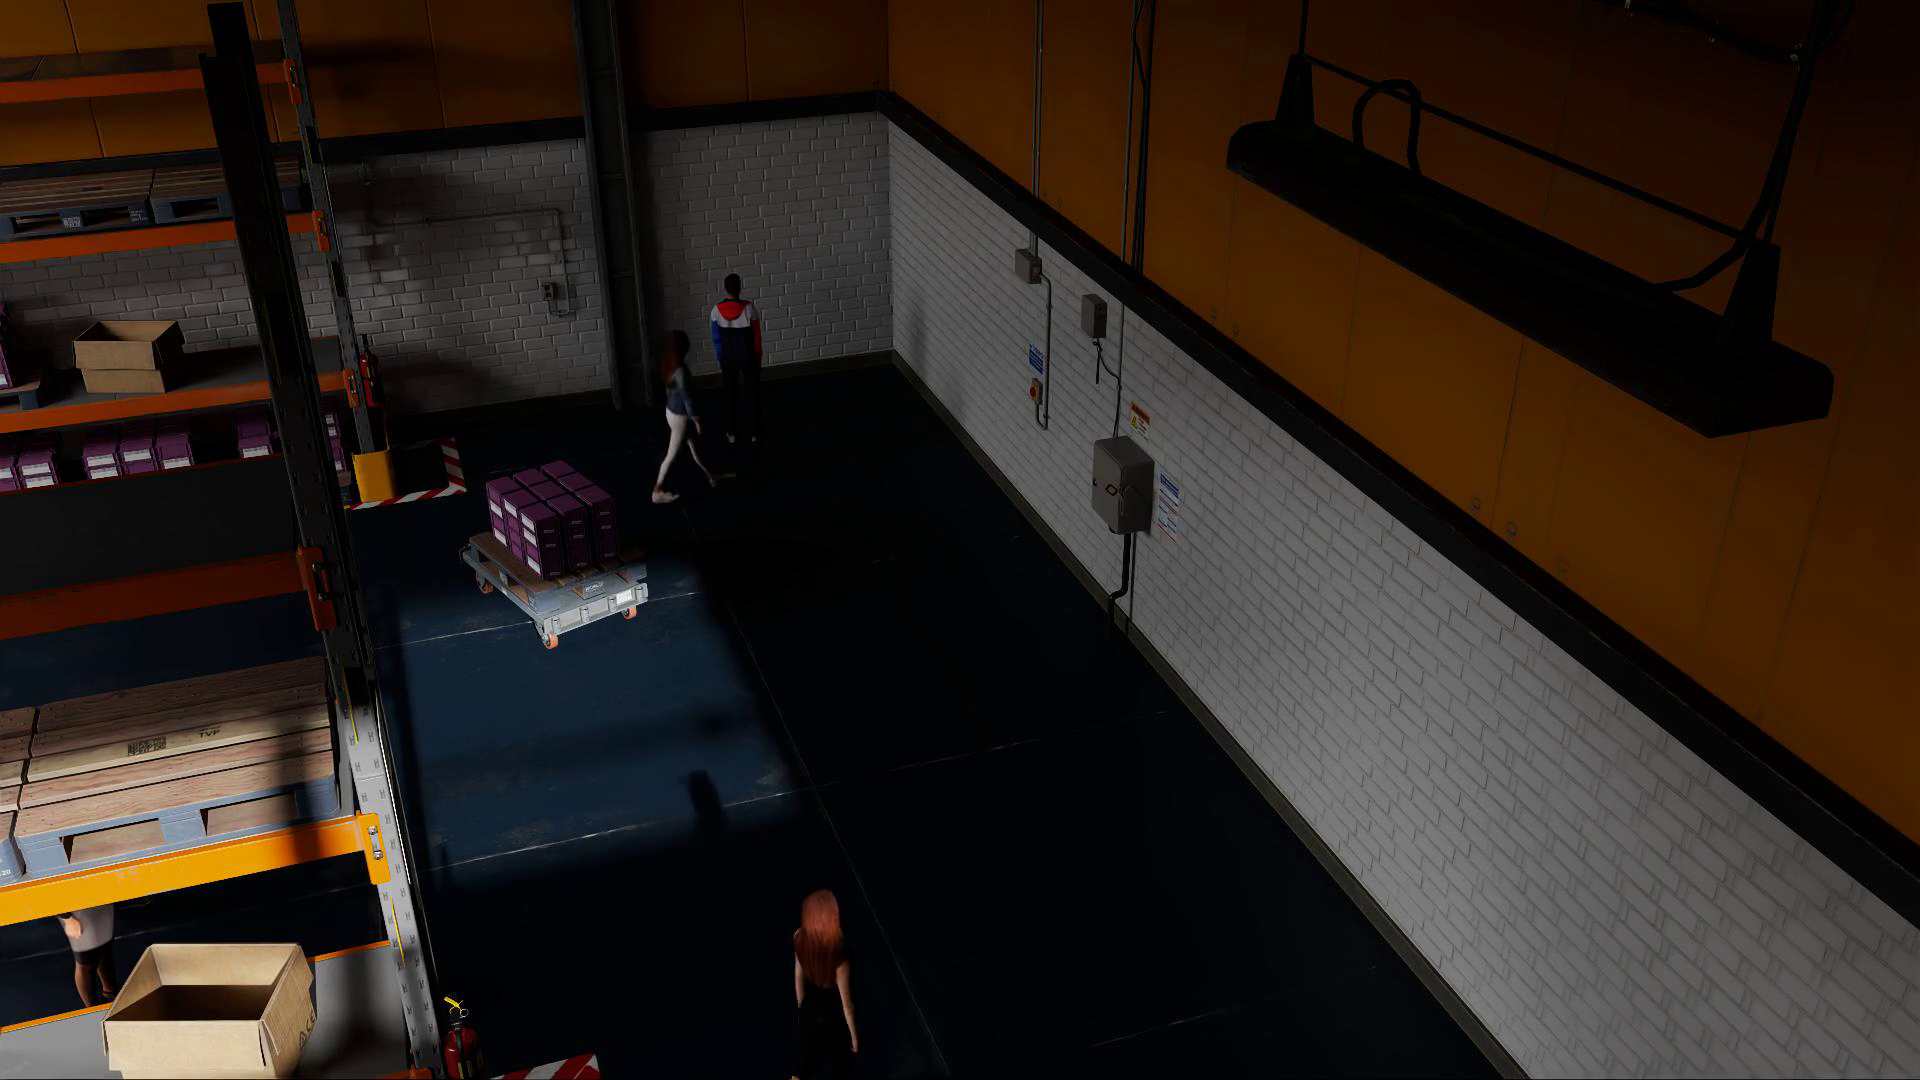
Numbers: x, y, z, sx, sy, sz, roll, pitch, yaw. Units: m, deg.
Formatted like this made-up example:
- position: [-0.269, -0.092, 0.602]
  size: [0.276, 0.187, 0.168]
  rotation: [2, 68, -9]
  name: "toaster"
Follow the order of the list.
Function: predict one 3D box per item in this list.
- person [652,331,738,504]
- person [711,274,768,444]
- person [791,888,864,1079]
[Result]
- position: [-2.672, -1.096, 15.416]
  size: [1.068, 1.653, 0.638]
  rotation: [-9, 30, -17]
  name: "person"
- position: [-2.211, -1.817, 16.630]
  size: [0.616, 1.757, 0.767]
  rotation: [0, 29, 0]
  name: "person"
- position: [-0.756, 2.557, 8.657]
  size: [0.809, 1.714, 0.957]
  rotation: [23, 36, 35]
  name: "person"
